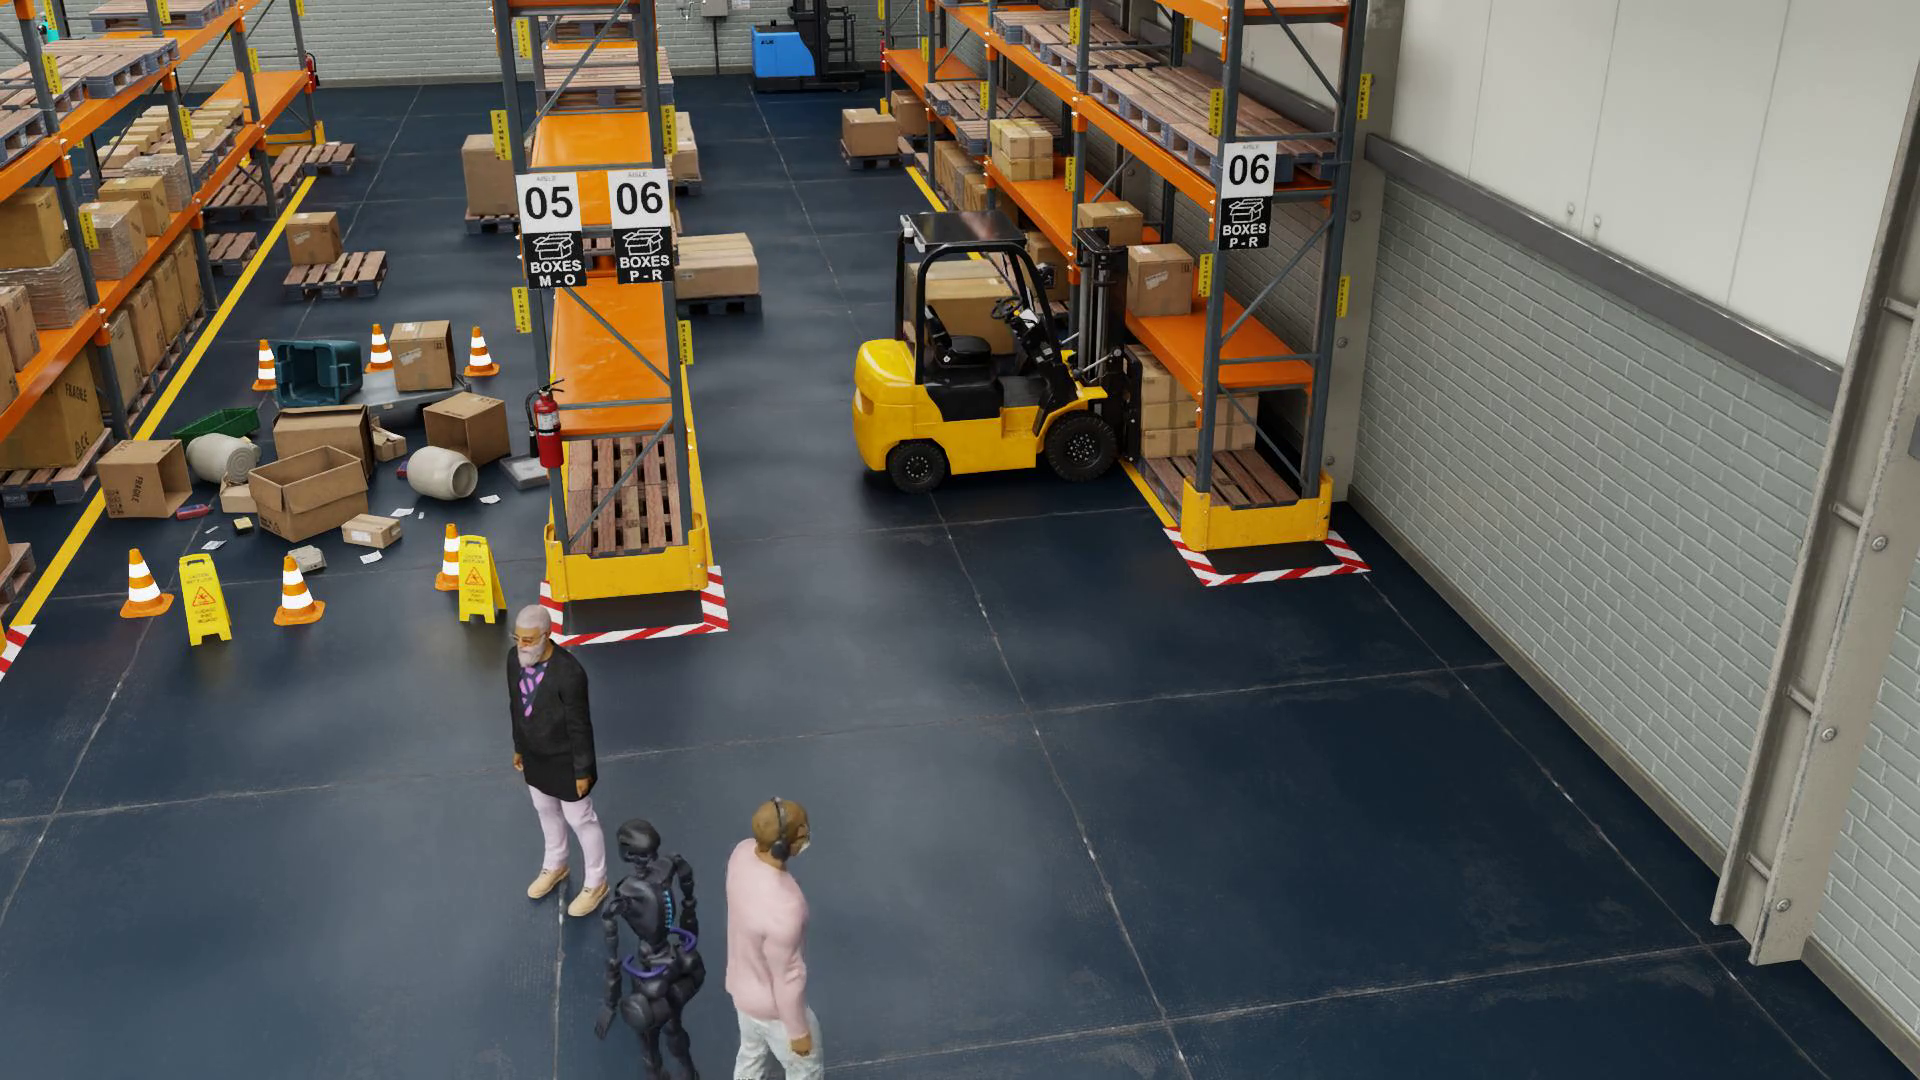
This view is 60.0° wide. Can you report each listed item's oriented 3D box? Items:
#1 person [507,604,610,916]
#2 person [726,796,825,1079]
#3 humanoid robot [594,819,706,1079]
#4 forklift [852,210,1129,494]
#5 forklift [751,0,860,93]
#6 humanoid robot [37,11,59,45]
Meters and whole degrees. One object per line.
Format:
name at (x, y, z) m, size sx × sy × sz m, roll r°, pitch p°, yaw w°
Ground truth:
person at (-2.158, 1.155, 8.907) m, size 0.544 × 1.850 × 0.409 m, roll 15°, pitch 30°, yaw 29°
person at (-0.771, 1.940, 7.180) m, size 0.470 × 1.928 × 0.642 m, roll -12°, pitch 28°, yaw -23°
humanoid robot at (-1.359, 1.956, 7.434) m, size 0.335 × 1.654 × 0.600 m, roll 17°, pitch 30°, yaw 31°
forklift at (0.216, -1.659, 14.366) m, size 2.313 × 2.155 × 1.214 m, roll -5°, pitch 26°, yaw -10°
forklift at (-2.872, -9.679, 30.288) m, size 1.873 × 2.768 × 1.129 m, roll -5°, pitch 26°, yaw -10°
humanoid robot at (-14.979, -8.045, 28.035) m, size 0.735 × 1.676 × 0.533 m, roll 2°, pitch 26°, yaw 4°
